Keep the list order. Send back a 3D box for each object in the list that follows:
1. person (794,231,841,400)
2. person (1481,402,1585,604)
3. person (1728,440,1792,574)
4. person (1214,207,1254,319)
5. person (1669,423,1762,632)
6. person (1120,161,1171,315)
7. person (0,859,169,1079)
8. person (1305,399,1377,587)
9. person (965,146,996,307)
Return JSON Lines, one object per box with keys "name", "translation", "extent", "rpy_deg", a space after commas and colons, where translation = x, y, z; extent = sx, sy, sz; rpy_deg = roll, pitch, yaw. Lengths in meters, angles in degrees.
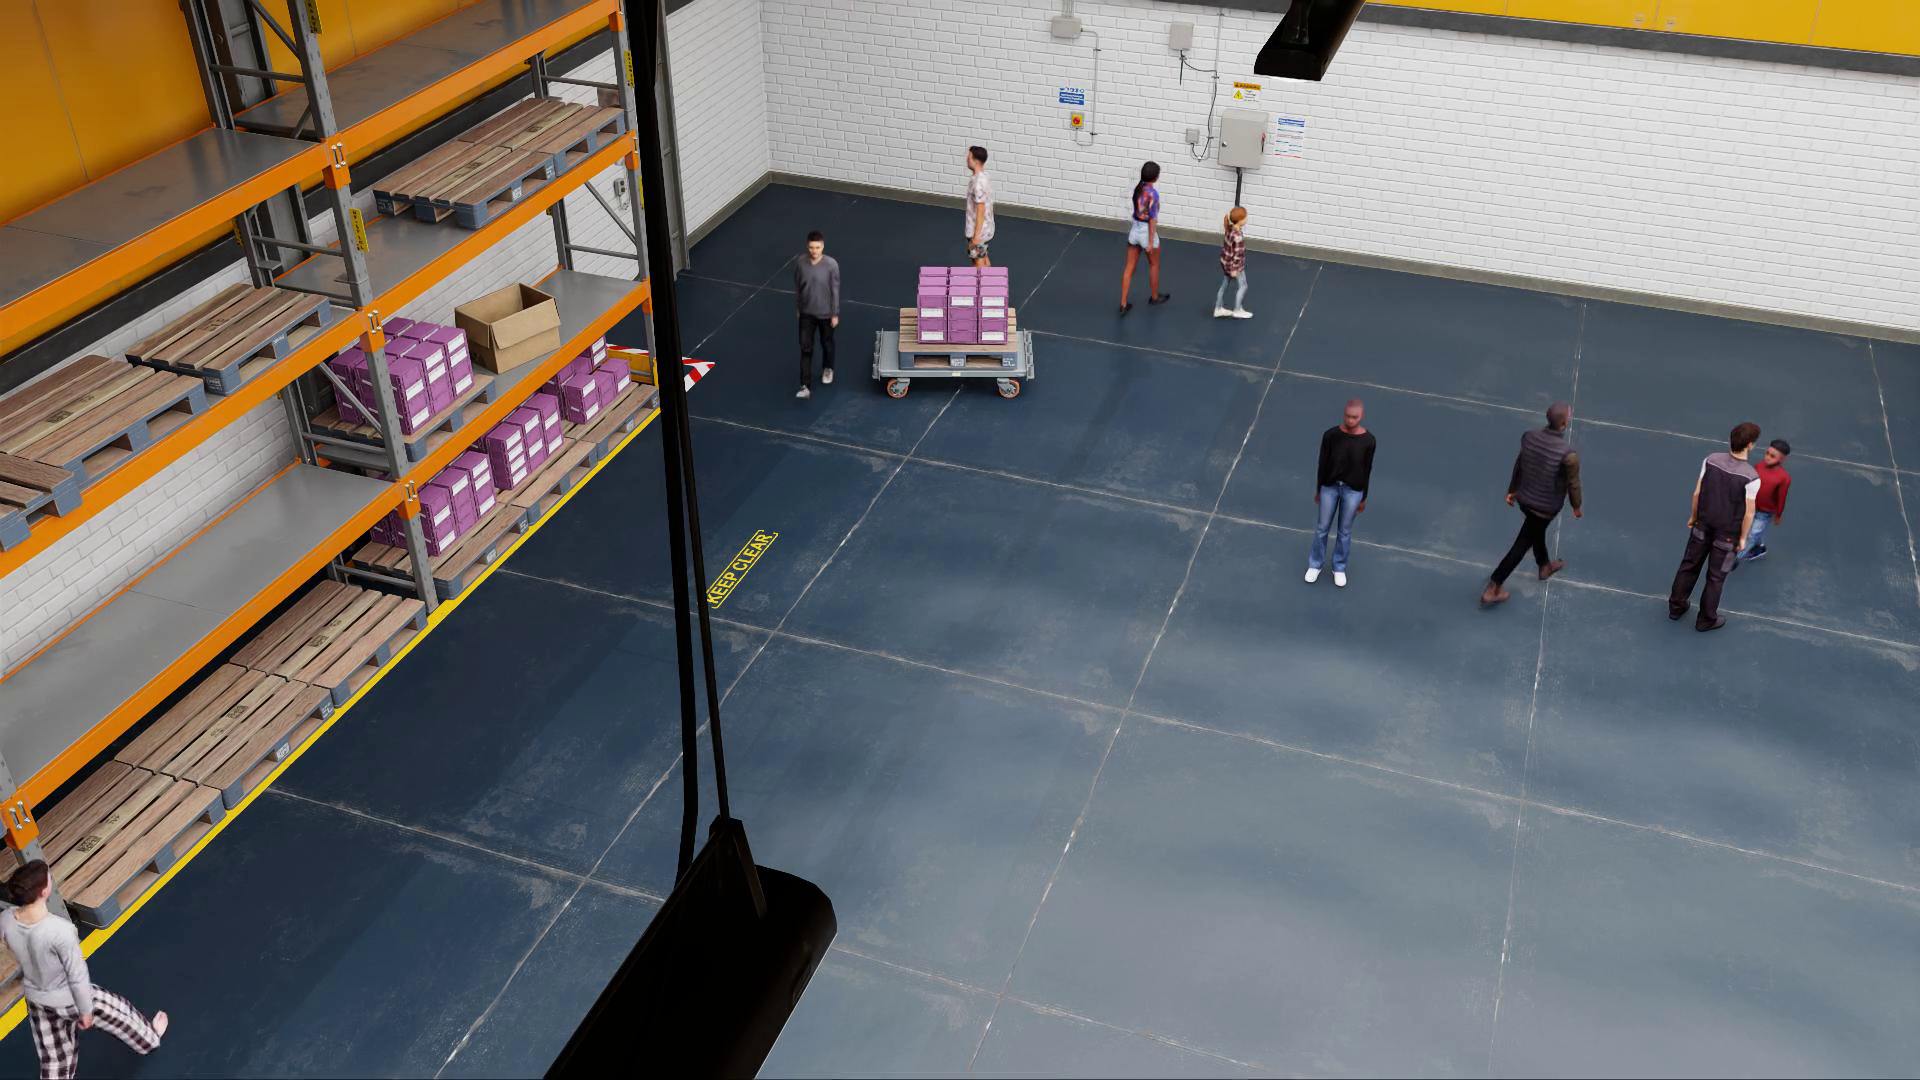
{"name": "person", "translation": [-1.414, -2.332, 16.816], "extent": [0.816, 1.722, 1.152], "rpy_deg": [4, 34, 7]}
{"name": "person", "translation": [4.671, -0.252, 13.630], "extent": [1.290, 1.785, 1.198], "rpy_deg": [-16, 37, -22]}
{"name": "person", "translation": [6.891, -0.307, 14.215], "extent": [0.919, 1.228, 0.846], "rpy_deg": [-15, 37, -22]}
{"name": "person", "translation": [2.935, -3.029, 18.252], "extent": [0.754, 1.293, 0.701], "rpy_deg": [-6, 34, -9]}
{"name": "person", "translation": [6.084, -0.107, 13.356], "extent": [0.751, 1.847, 0.736], "rpy_deg": [-23, 40, -31]}
{"name": "person", "translation": [1.953, -3.277, 18.247], "extent": [1.056, 1.711, 0.937], "rpy_deg": [-22, 40, -30]}
{"name": "person", "translation": [-5.083, 2.617, 9.303], "extent": [0.767, 1.797, 1.210], "rpy_deg": [6, 34, 9]}
{"name": "person", "translation": [3.194, -0.423, 13.920], "extent": [0.605, 1.749, 0.551], "rpy_deg": [8, 34, 12]}
{"name": "person", "translation": [0.227, -3.494, 18.481], "extent": [0.775, 1.814, 0.567], "rpy_deg": [4, 34, 7]}
